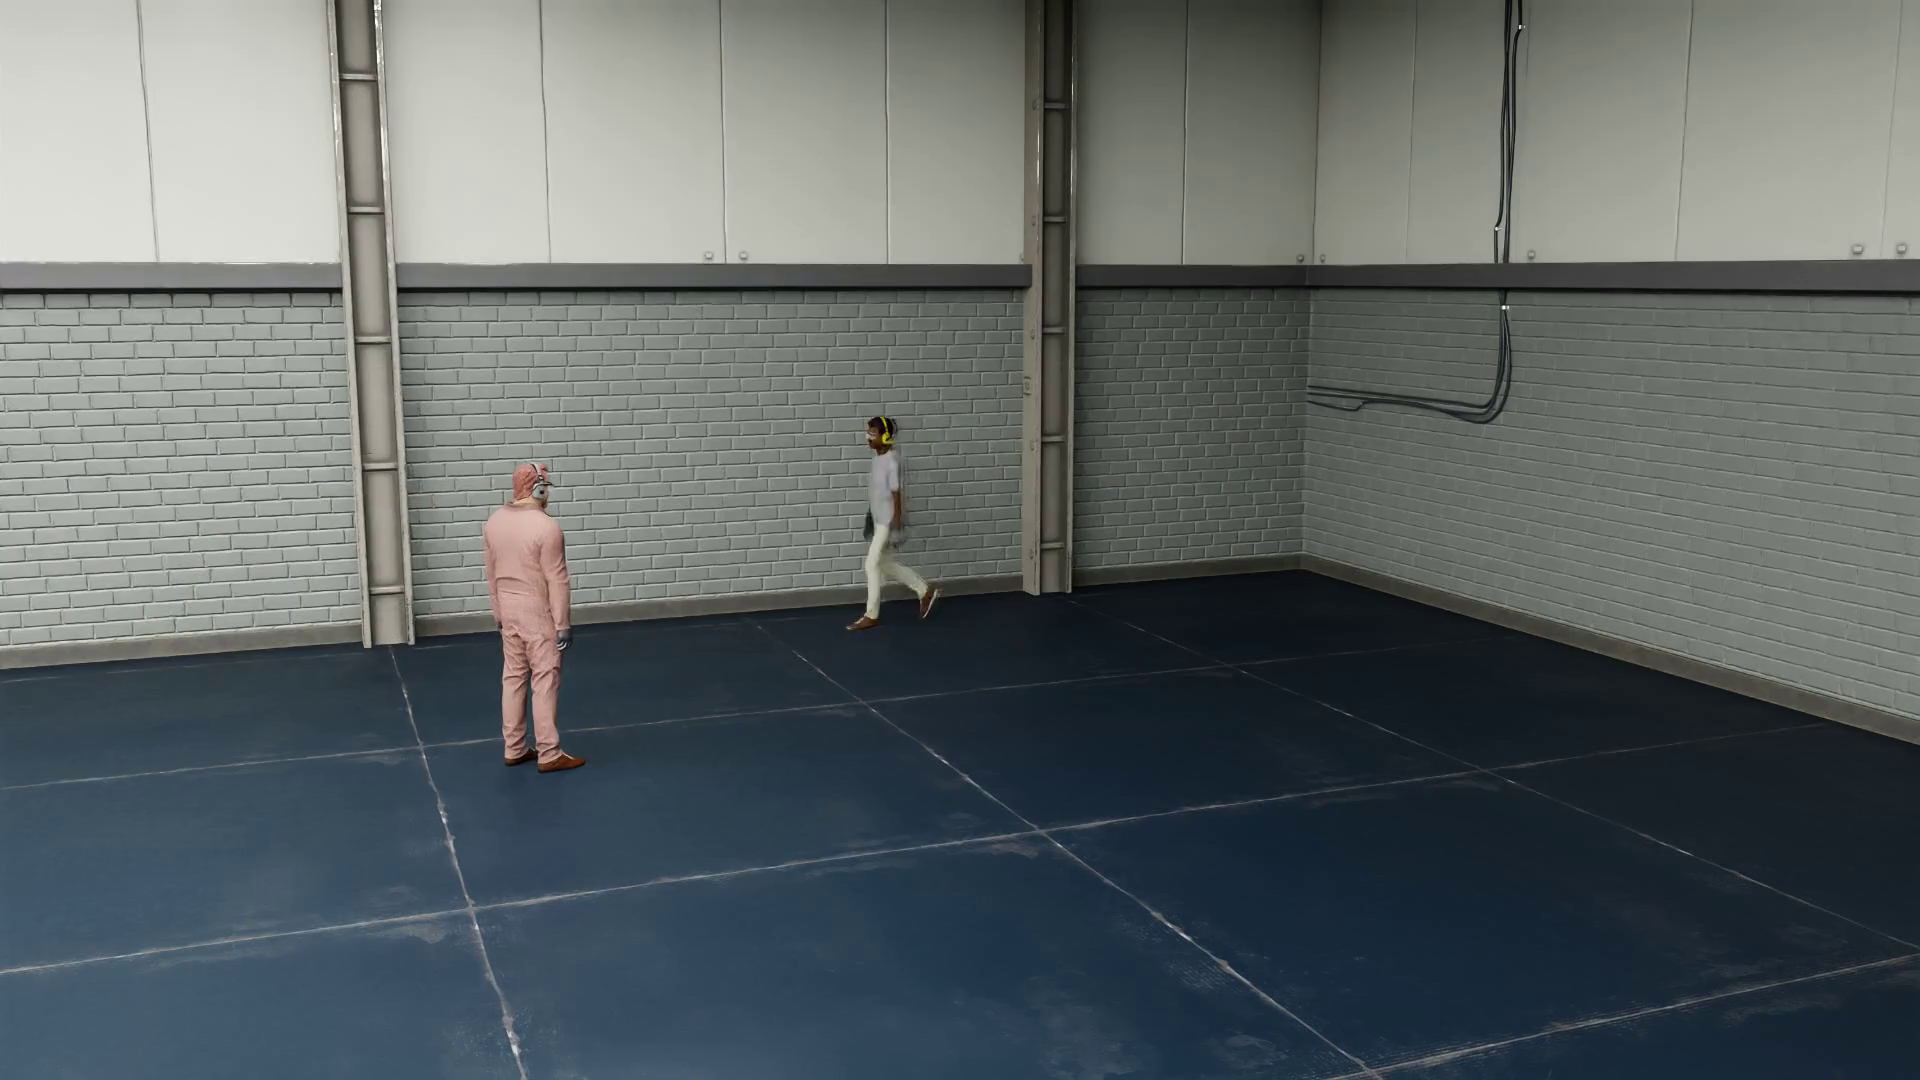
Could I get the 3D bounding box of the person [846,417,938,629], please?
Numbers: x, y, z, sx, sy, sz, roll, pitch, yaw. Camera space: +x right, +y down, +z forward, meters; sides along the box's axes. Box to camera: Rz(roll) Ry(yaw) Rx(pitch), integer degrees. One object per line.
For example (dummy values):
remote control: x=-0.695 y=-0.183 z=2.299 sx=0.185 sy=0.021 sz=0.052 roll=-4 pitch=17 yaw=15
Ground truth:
person: x=-0.594 y=-0.158 z=14.346 sx=0.797 sy=1.844 sz=0.526 roll=-3 pitch=9 yaw=-17

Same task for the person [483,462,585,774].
person: x=-2.601 y=0.468 z=10.204 sx=0.652 sy=1.904 sz=0.403 roll=6 pitch=11 yaw=34
